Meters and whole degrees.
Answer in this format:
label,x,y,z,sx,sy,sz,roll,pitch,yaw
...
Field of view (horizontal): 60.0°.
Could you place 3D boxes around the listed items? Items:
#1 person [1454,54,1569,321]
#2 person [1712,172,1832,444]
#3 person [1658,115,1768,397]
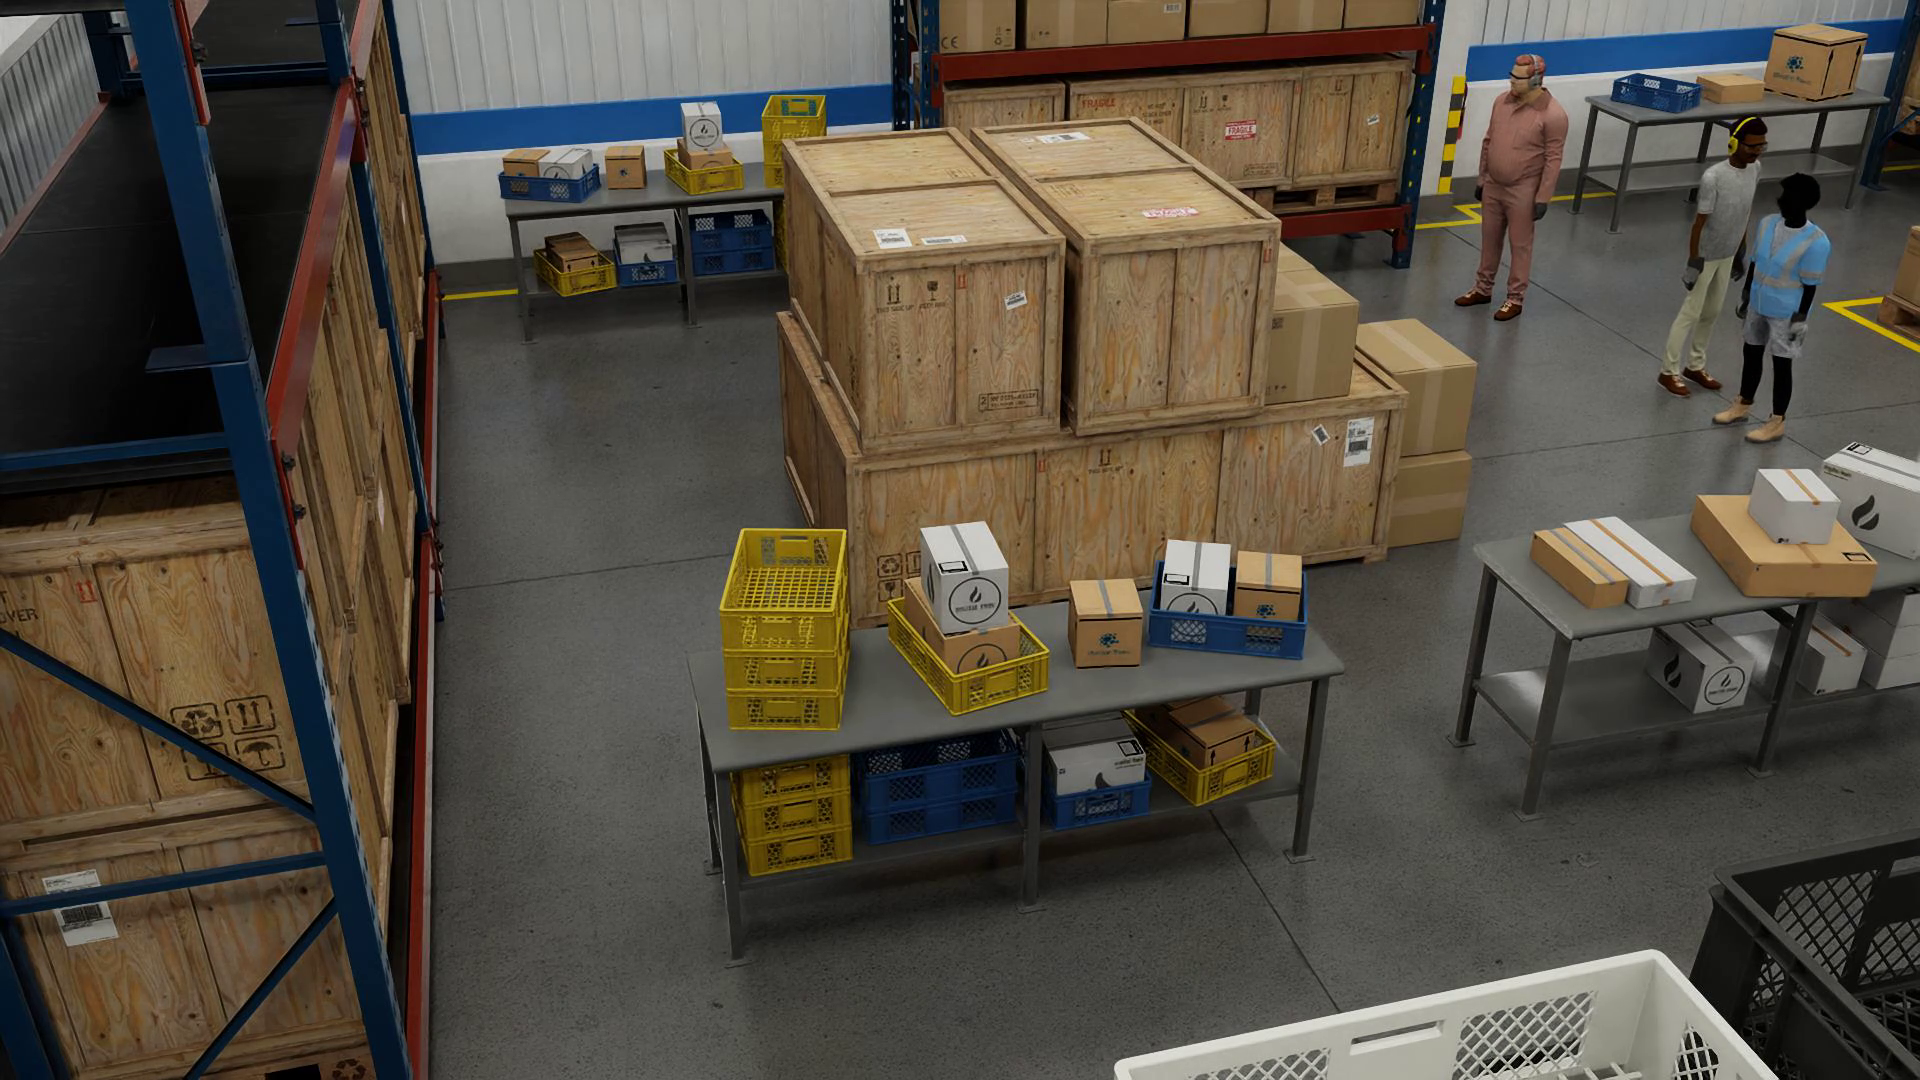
label,x,y,z,sx,sy,sz,roll,pitch,yaw
person,3.984,-2.545,12.028,0.402,1.904,0.651,-18,33,-29
person,5.015,-1.426,10.219,0.323,1.689,0.537,-9,30,-16
person,4.908,-1.832,10.790,0.518,1.856,0.329,-15,32,-25
